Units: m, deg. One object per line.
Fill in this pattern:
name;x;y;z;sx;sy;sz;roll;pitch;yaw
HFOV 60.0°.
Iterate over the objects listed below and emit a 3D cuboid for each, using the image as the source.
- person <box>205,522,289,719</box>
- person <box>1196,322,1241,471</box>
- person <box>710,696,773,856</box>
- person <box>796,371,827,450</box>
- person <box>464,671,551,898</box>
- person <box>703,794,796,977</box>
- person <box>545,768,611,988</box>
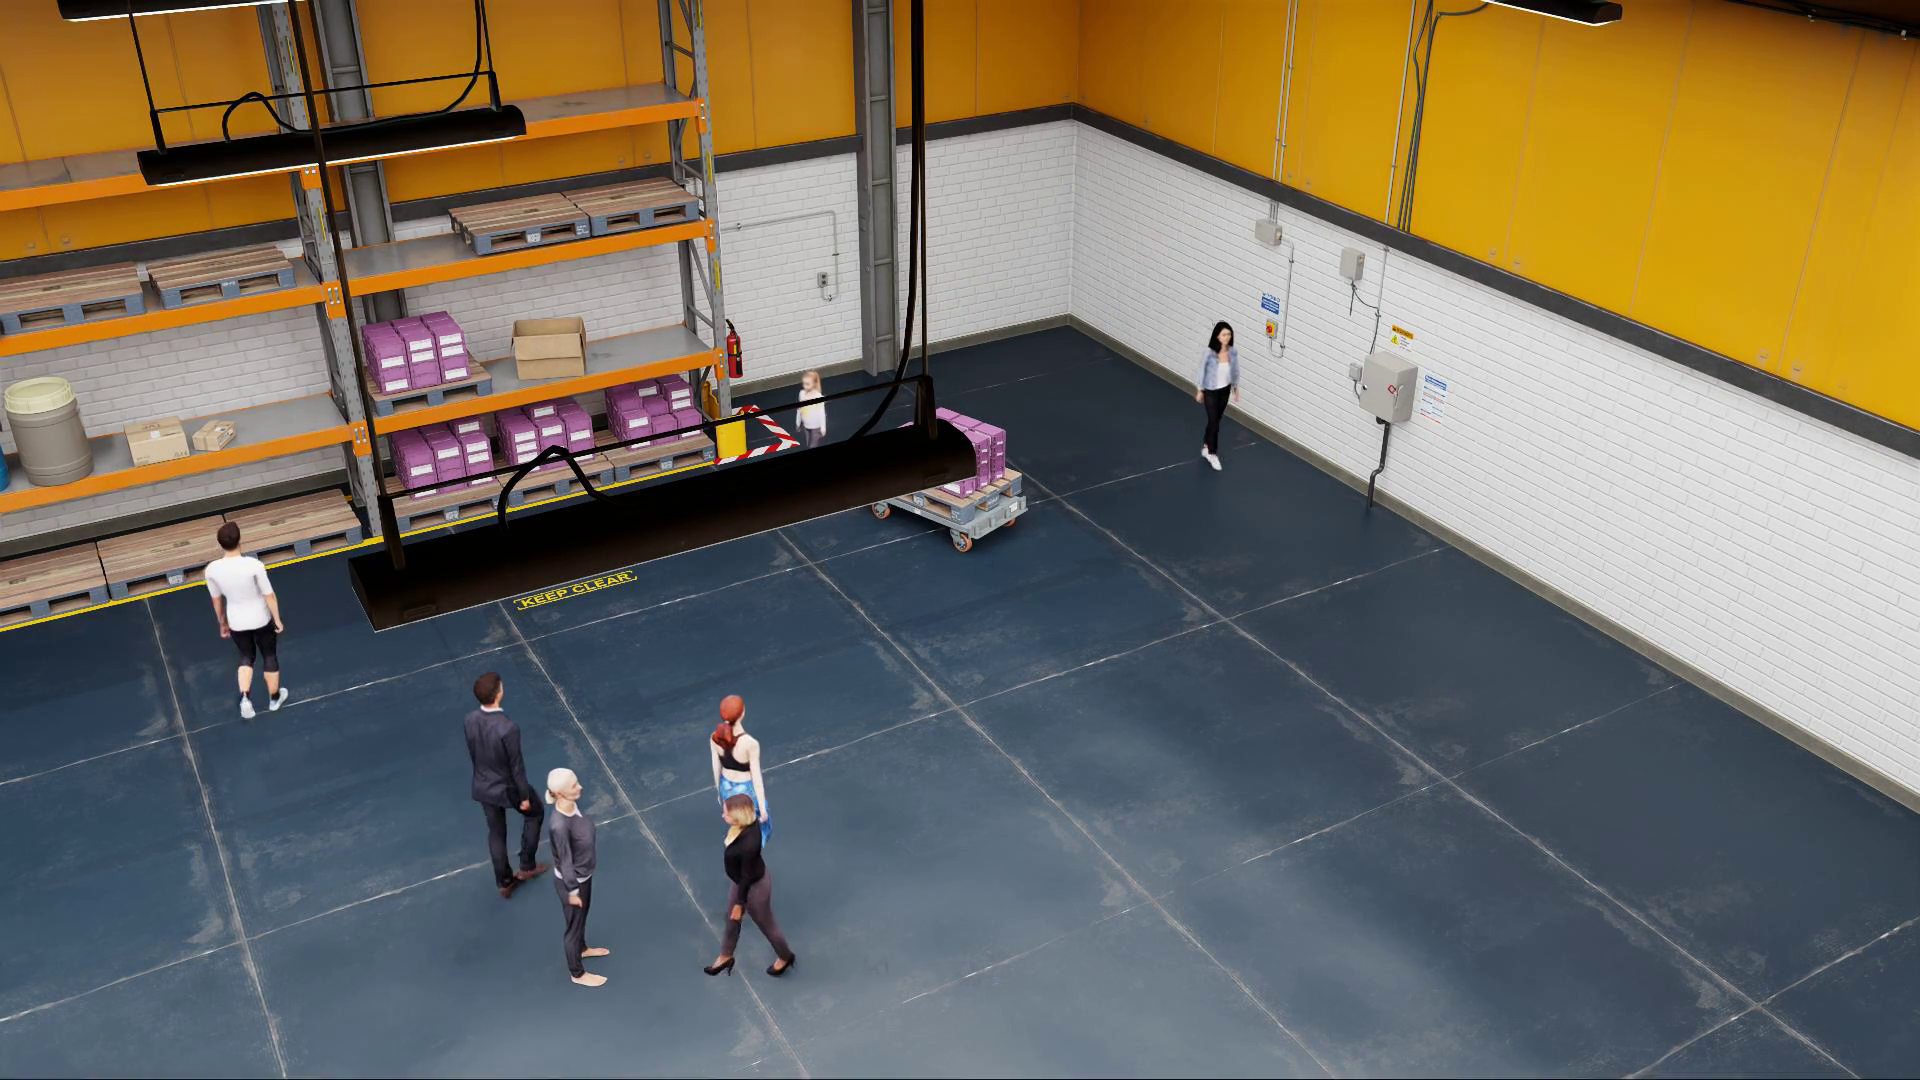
person;-6.106;0.732;14.233;0.961;1.836;0.955;-1;29;-3
person;2.867;-1.690;18.819;0.755;1.696;0.752;-10;30;-18
person;-1.625;1.952;12.061;0.786;1.774;0.855;12;31;20
person;-1.605;-1.302;18.550;0.607;1.272;0.673;20;34;32
person;-3.400;1.853;12.166;0.806;1.848;0.859;9;30;16
person;-1.323;2.393;11.391;0.946;1.641;0.757;-6;29;-10
person;-2.676;2.289;11.494;0.671;1.726;0.680;-2;29;-4
